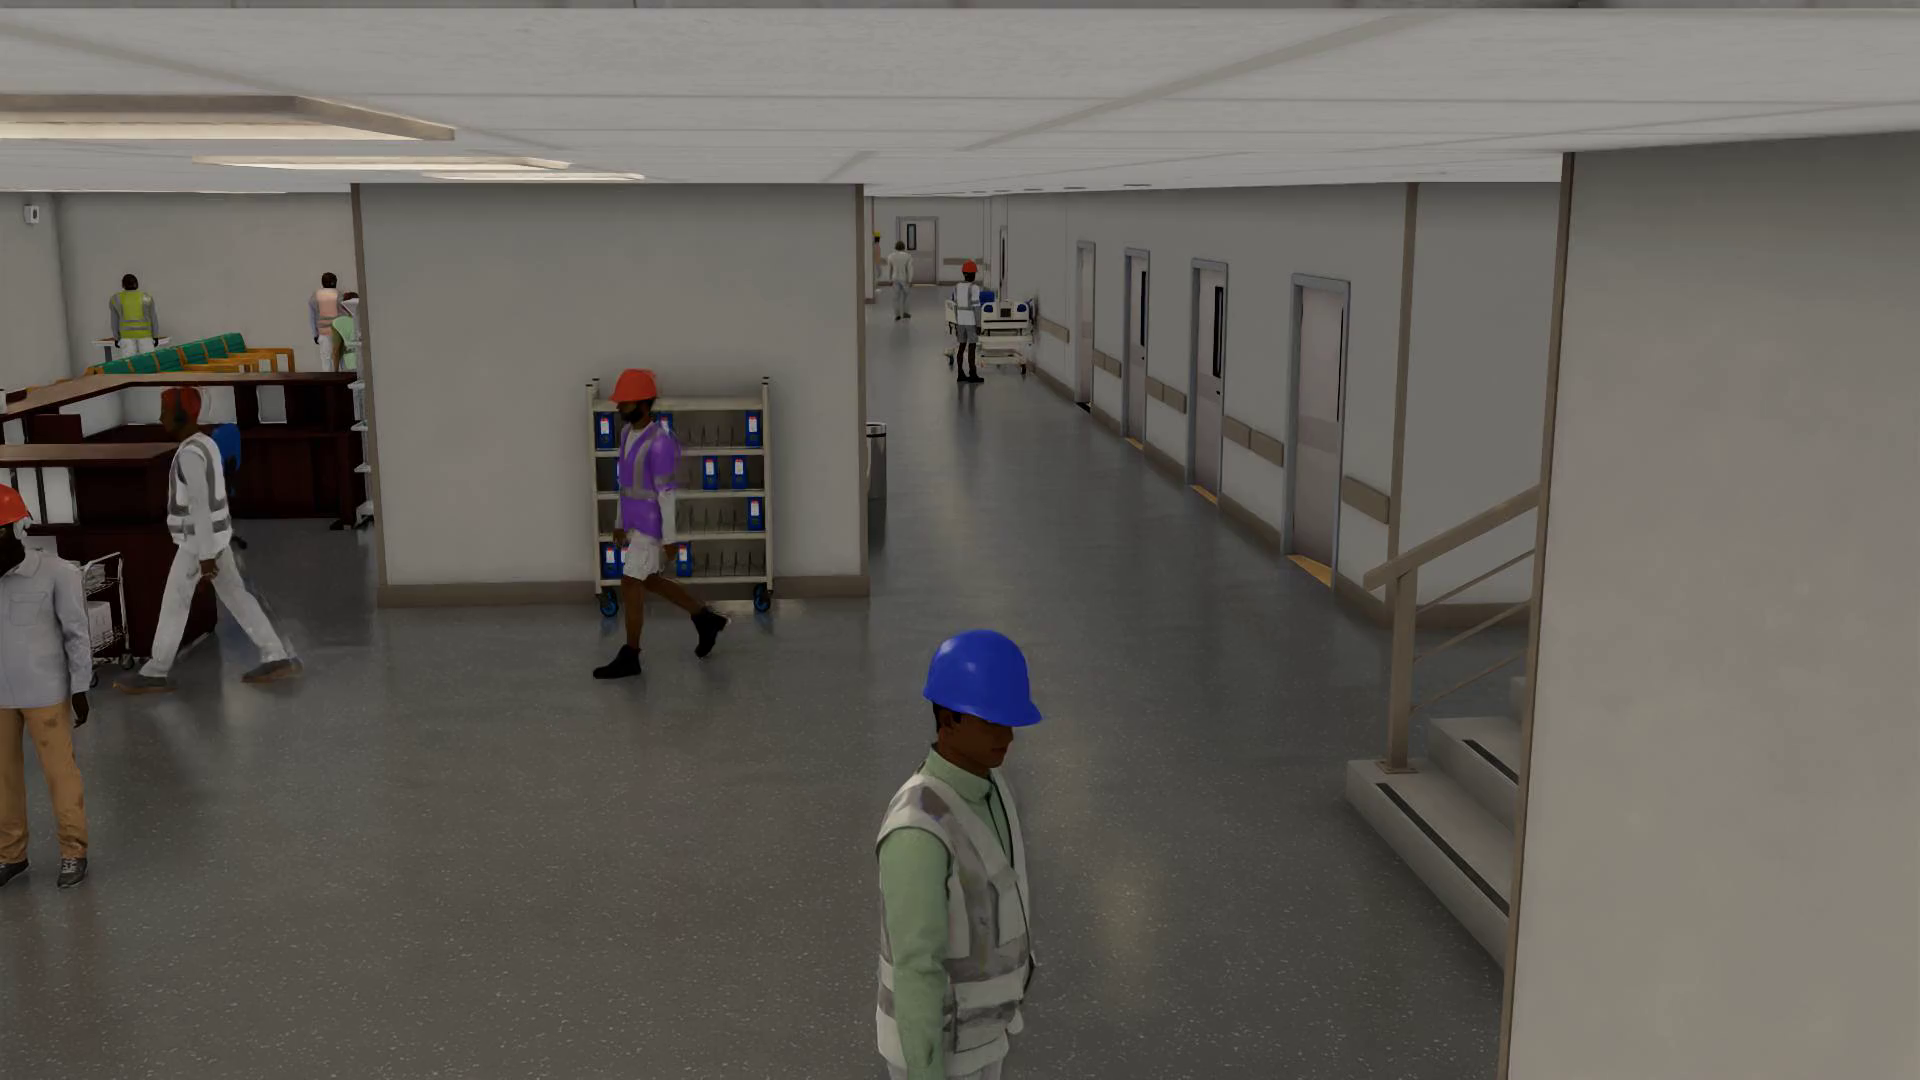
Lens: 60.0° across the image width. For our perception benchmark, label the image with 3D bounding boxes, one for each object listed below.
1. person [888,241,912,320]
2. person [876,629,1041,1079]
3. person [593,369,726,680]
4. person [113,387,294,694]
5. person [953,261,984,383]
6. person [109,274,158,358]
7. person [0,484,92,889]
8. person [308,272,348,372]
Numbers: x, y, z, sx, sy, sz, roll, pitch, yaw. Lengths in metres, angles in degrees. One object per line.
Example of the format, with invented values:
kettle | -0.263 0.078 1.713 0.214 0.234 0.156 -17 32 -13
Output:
person | -1.425 -6.358 40.723 0.656 1.917 0.708 3 12 15
person | 0.000 1.153 3.962 0.402 1.943 0.608 3 12 16
person | -1.869 -0.120 10.286 0.858 1.910 0.549 -6 13 -29
person | -4.525 -0.001 9.895 1.007 1.833 0.593 -3 12 -13
person | 0.145 -3.497 26.704 0.545 1.938 0.361 11 16 43
person | -12.108 -2.980 24.435 0.621 1.837 0.429 -5 13 -24
person | -3.976 0.622 7.024 0.572 1.750 0.330 -1 12 -6
person | -9.412 -3.093 24.986 0.621 1.837 0.429 -1 12 -5
